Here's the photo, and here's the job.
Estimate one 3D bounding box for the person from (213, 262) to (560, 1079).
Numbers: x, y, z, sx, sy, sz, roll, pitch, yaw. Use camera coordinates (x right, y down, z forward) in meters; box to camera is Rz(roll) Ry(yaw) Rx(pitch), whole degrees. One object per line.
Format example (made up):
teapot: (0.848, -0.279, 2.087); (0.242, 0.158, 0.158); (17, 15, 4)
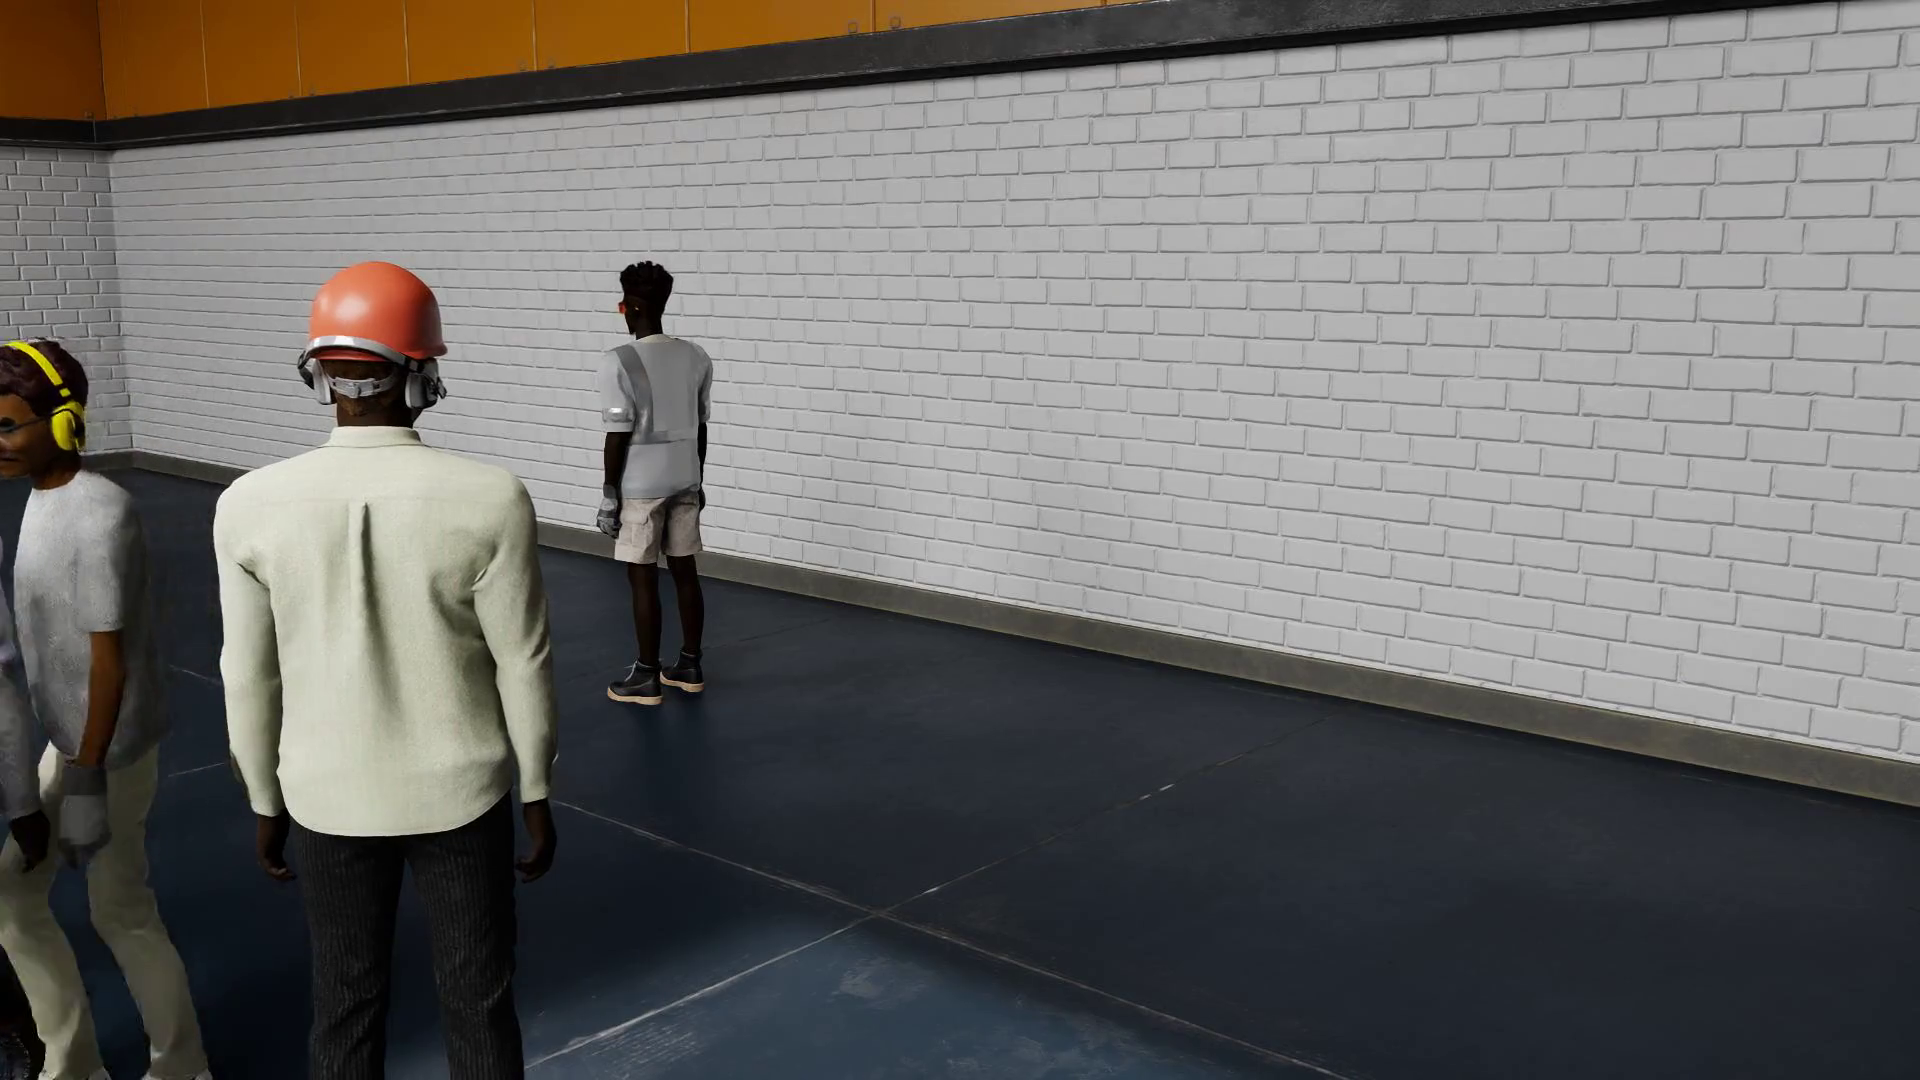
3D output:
person: (-1.068, 0.478, 3.191); (0.609, 1.995, 0.378); (-1, 10, -4)

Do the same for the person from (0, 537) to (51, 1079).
person: (-2.209, 0.491, 3.468); (0.561, 1.883, 0.986); (1, 10, 5)

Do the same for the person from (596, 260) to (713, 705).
person: (-1.366, -0.251, 7.420); (0.367, 1.967, 0.606); (8, 13, 37)

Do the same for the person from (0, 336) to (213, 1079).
person: (-1.992, 0.480, 3.631); (0.659, 1.840, 0.560); (-8, 13, -40)
